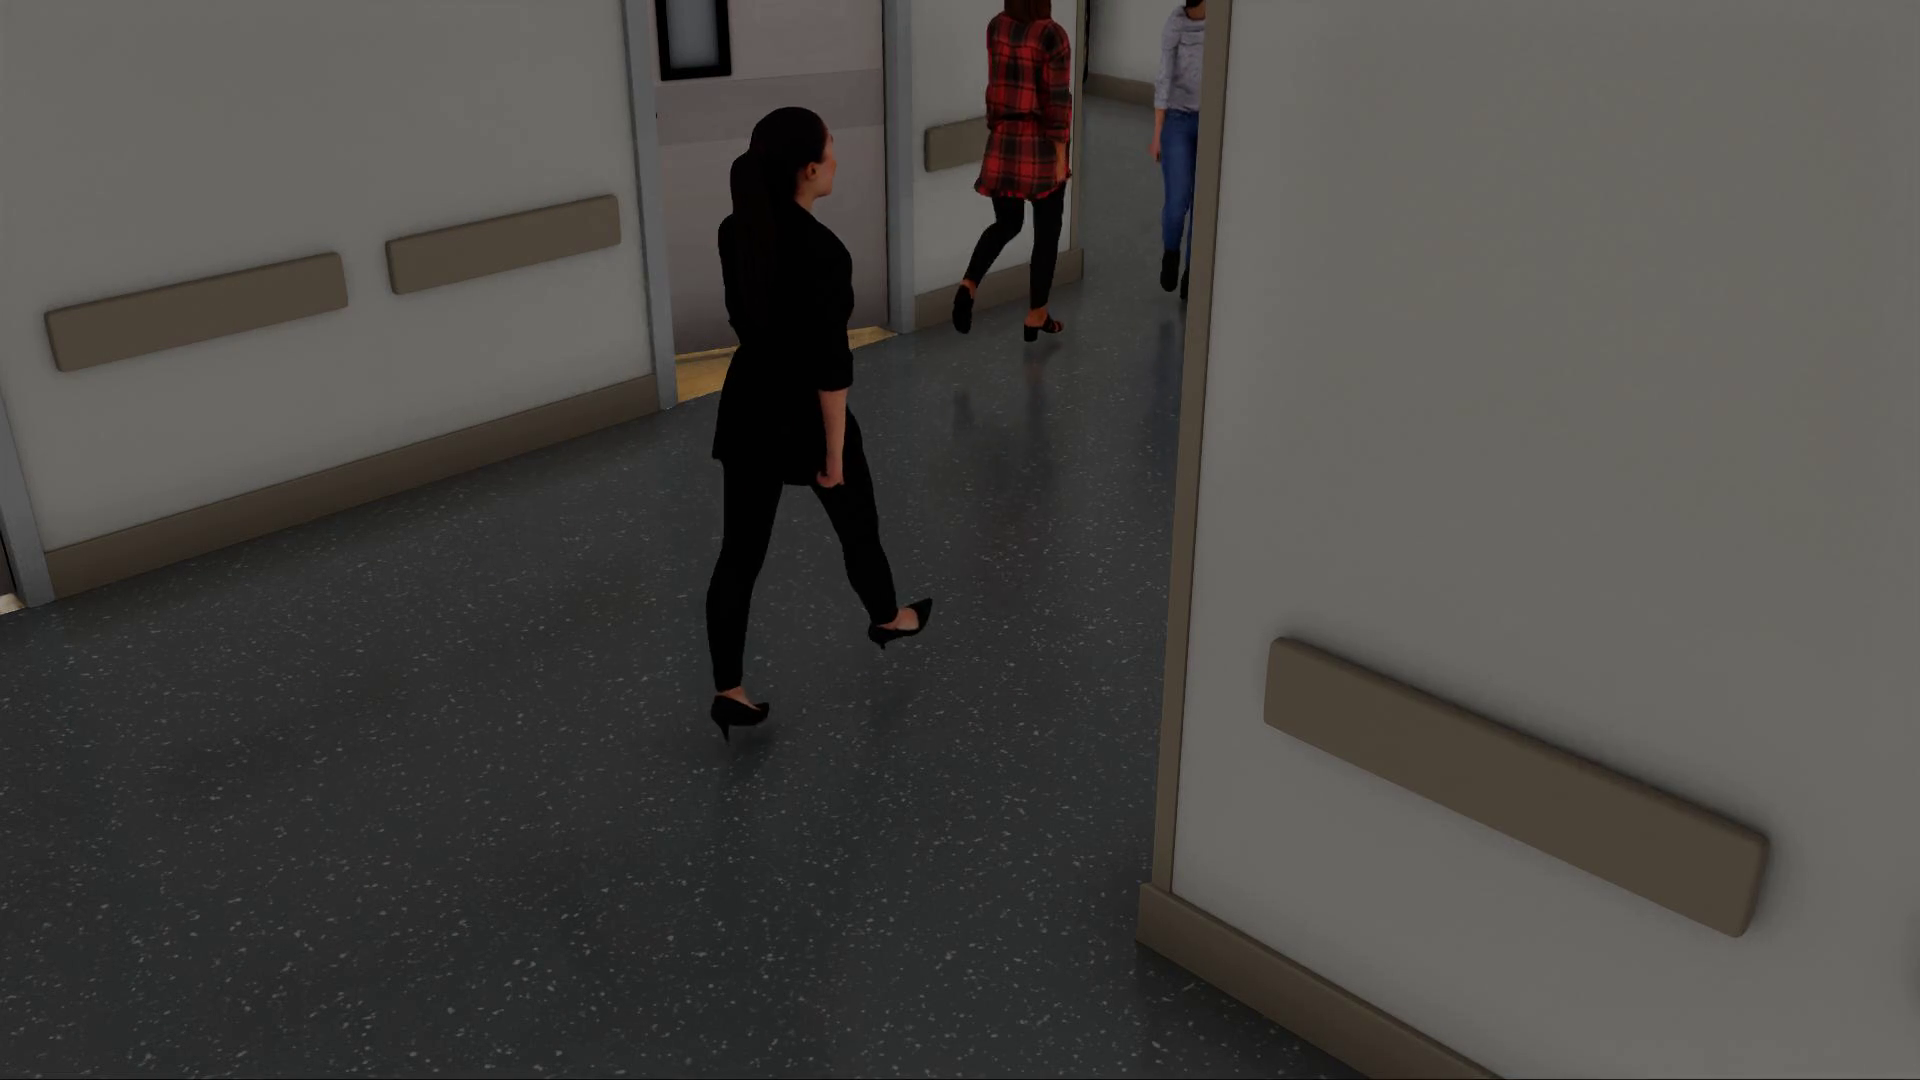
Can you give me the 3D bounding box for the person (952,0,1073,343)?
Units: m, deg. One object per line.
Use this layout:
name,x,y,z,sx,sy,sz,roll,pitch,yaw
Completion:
person,0.224,-1.612,7.025,0.635,1.687,0.905,21,33,37

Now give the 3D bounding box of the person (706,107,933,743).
person,-0.500,-0.226,4.232,0.713,1.617,1.085,18,31,32

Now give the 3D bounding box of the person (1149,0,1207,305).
person,1.070,-1.892,7.681,0.720,1.621,0.796,-3,26,-5
